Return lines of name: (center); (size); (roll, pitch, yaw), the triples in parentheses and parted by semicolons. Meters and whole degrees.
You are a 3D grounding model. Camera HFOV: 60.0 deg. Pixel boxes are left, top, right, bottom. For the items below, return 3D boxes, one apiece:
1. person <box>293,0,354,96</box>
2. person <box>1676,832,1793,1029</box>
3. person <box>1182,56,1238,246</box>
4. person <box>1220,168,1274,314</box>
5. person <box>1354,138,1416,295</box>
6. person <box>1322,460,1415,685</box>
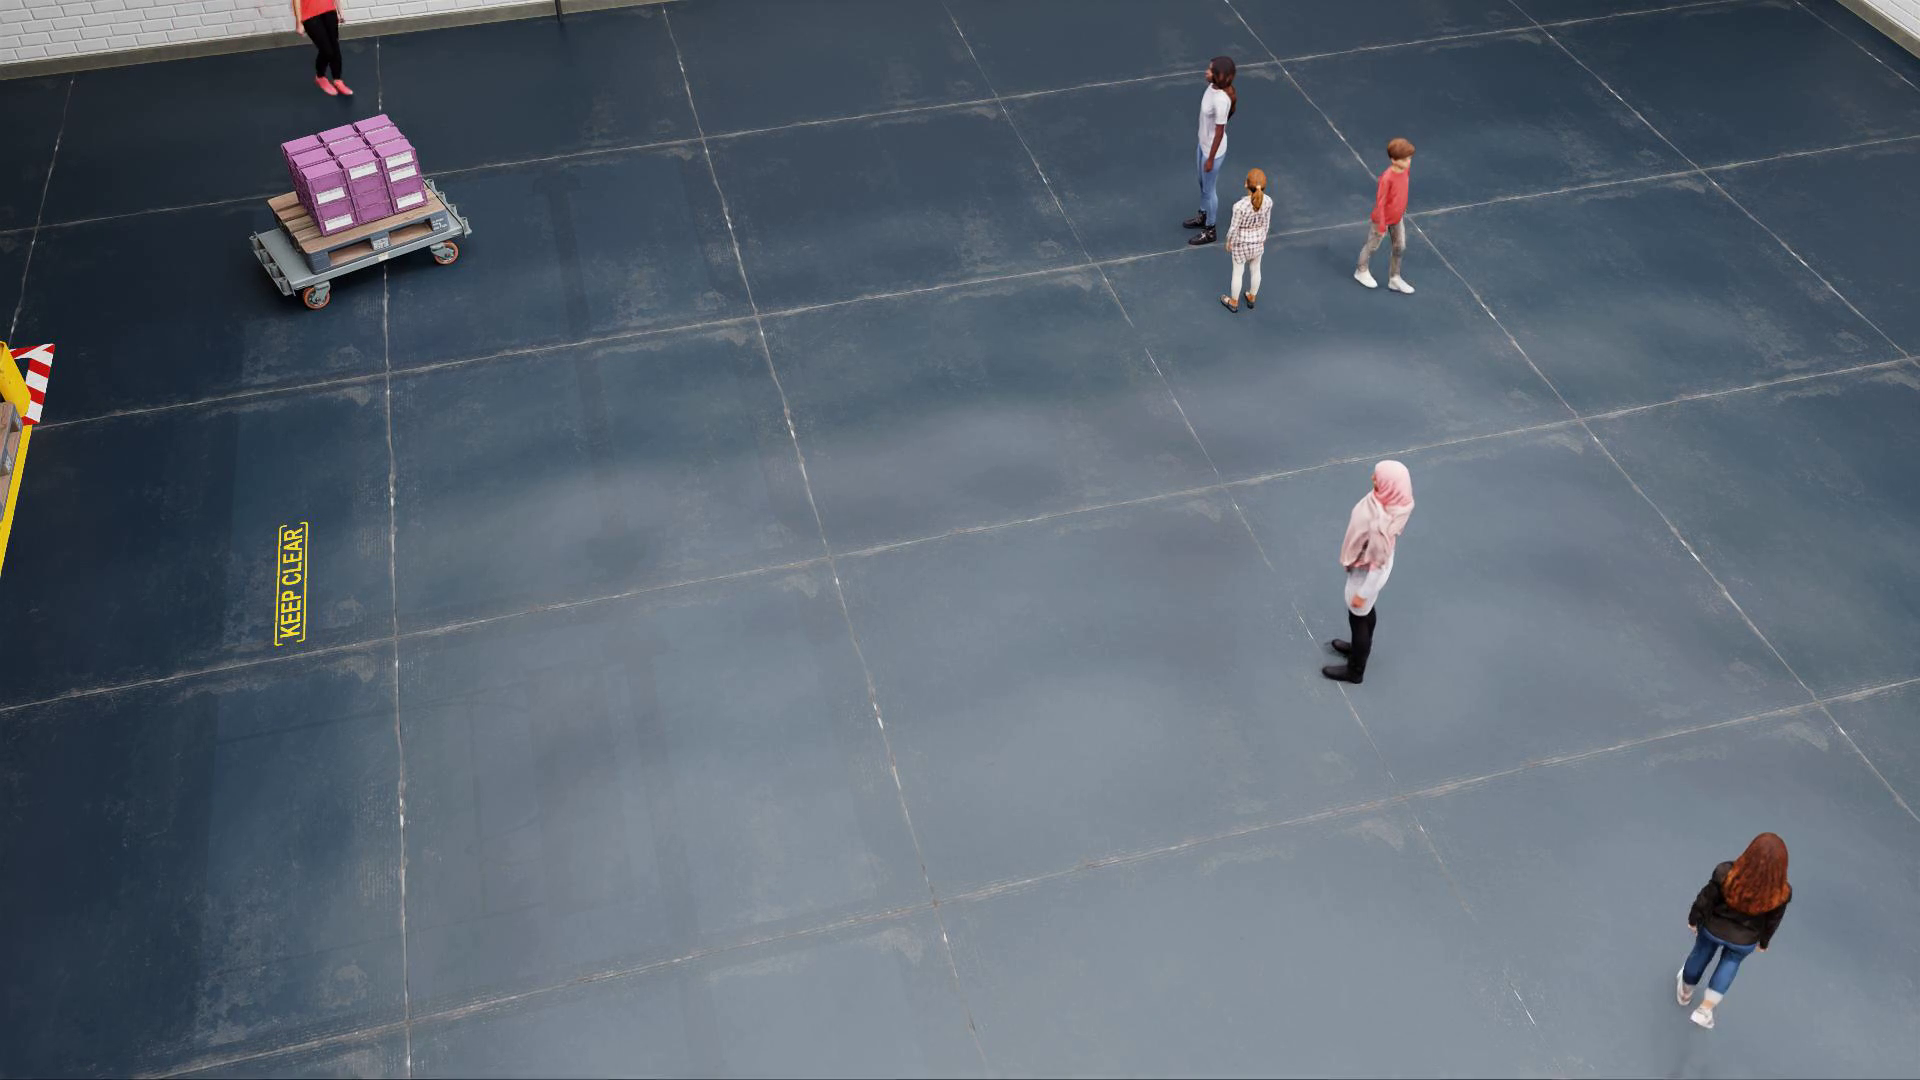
person: (-6.253, -5.062, 16.055); (0.832, 1.675, 0.776); (22, 48, 21)
person: (4.028, 2.076, 8.708); (0.759, 1.473, 0.823); (19, 47, 19)
person: (2.145, -3.338, 14.214); (0.688, 1.719, 0.526); (-2, 44, -2)
person: (2.358, -2.449, 13.575); (0.532, 1.312, 0.525); (-13, 45, -13)
person: (3.494, -2.719, 13.795); (0.703, 1.400, 0.840); (-30, 51, -27)
person: (2.574, 0.202, 10.437); (0.798, 1.803, 0.722); (18, 46, 18)
